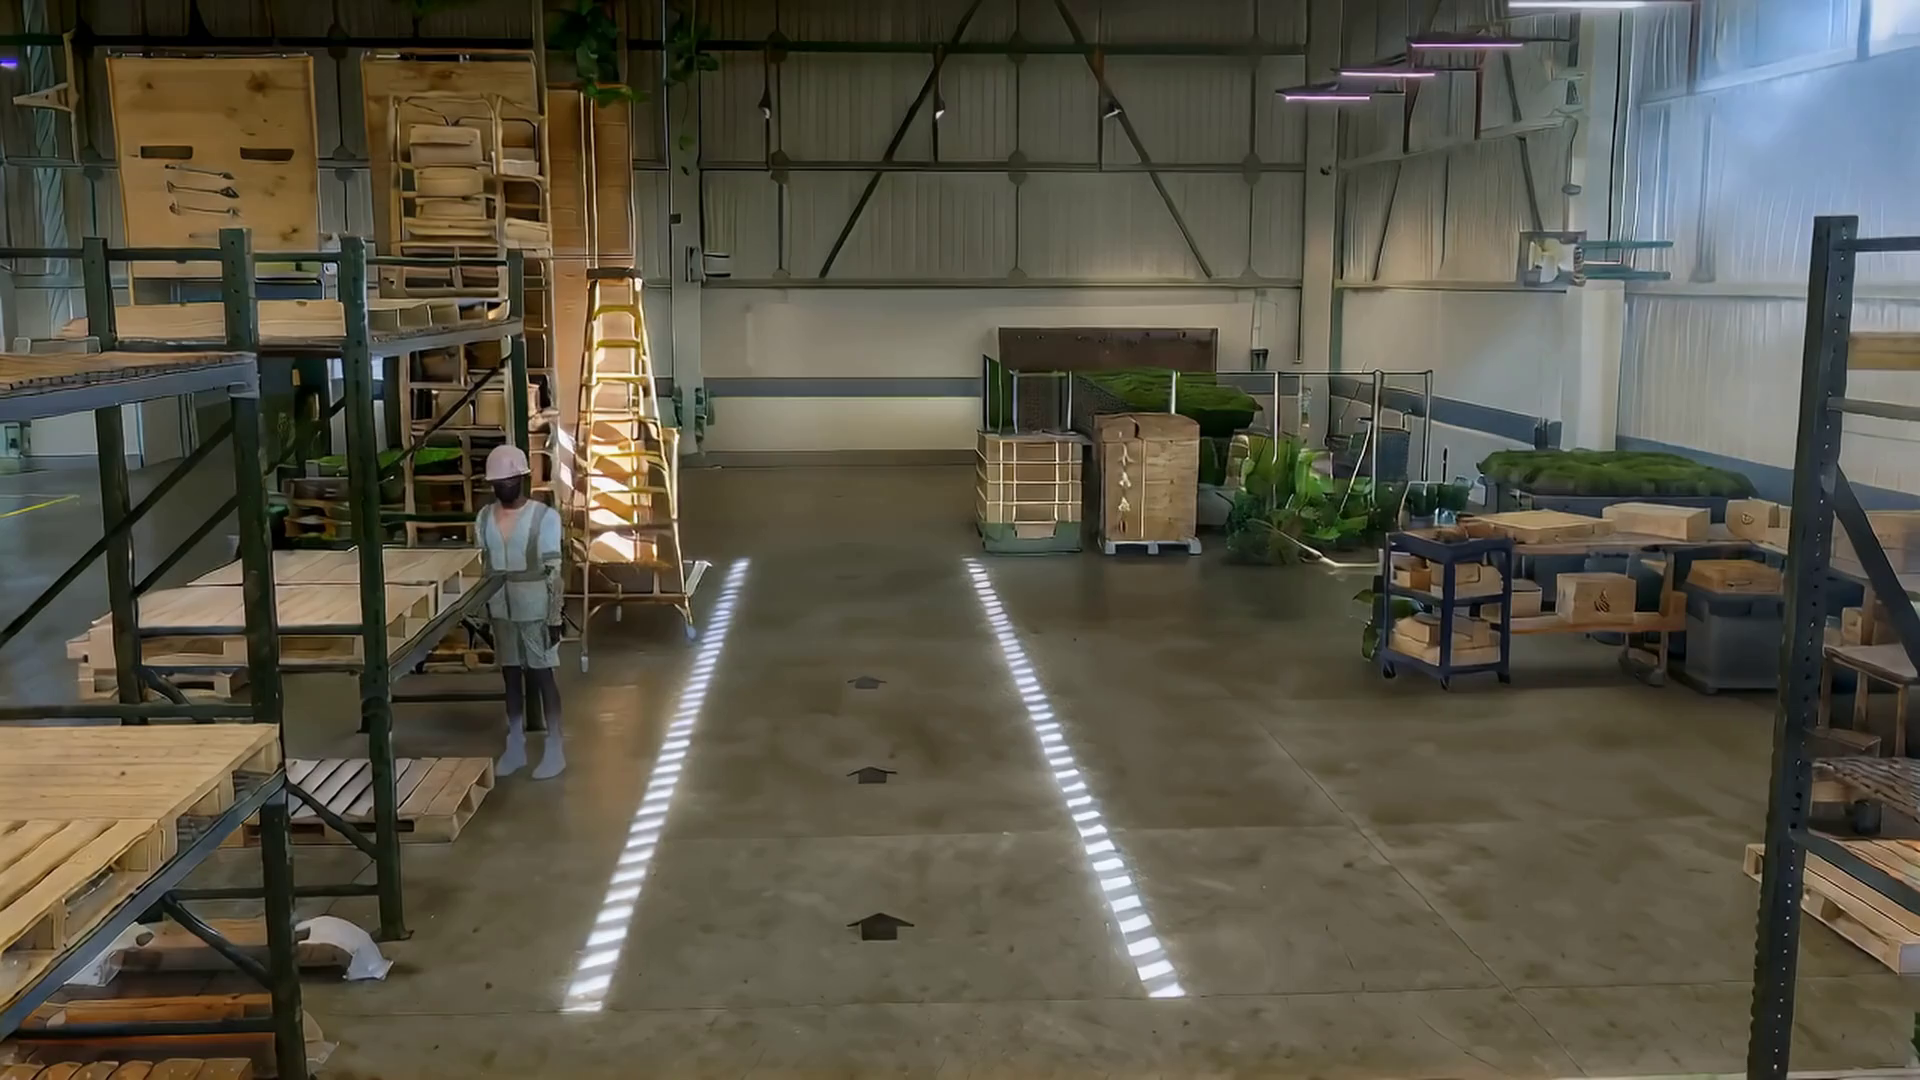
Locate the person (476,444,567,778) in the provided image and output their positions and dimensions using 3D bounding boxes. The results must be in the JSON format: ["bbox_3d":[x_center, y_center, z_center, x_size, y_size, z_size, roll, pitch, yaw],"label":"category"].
[{"bbox_3d":[-2.537,0.411,9.550,0.544,1.932,0.377,3,9,17],"label":"person"}]

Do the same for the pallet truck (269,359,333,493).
[{"bbox_3d":[-7.062,-1.131,18.996,1.885,1.965,0.823,2,9,13],"label":"pallet truck"}]
